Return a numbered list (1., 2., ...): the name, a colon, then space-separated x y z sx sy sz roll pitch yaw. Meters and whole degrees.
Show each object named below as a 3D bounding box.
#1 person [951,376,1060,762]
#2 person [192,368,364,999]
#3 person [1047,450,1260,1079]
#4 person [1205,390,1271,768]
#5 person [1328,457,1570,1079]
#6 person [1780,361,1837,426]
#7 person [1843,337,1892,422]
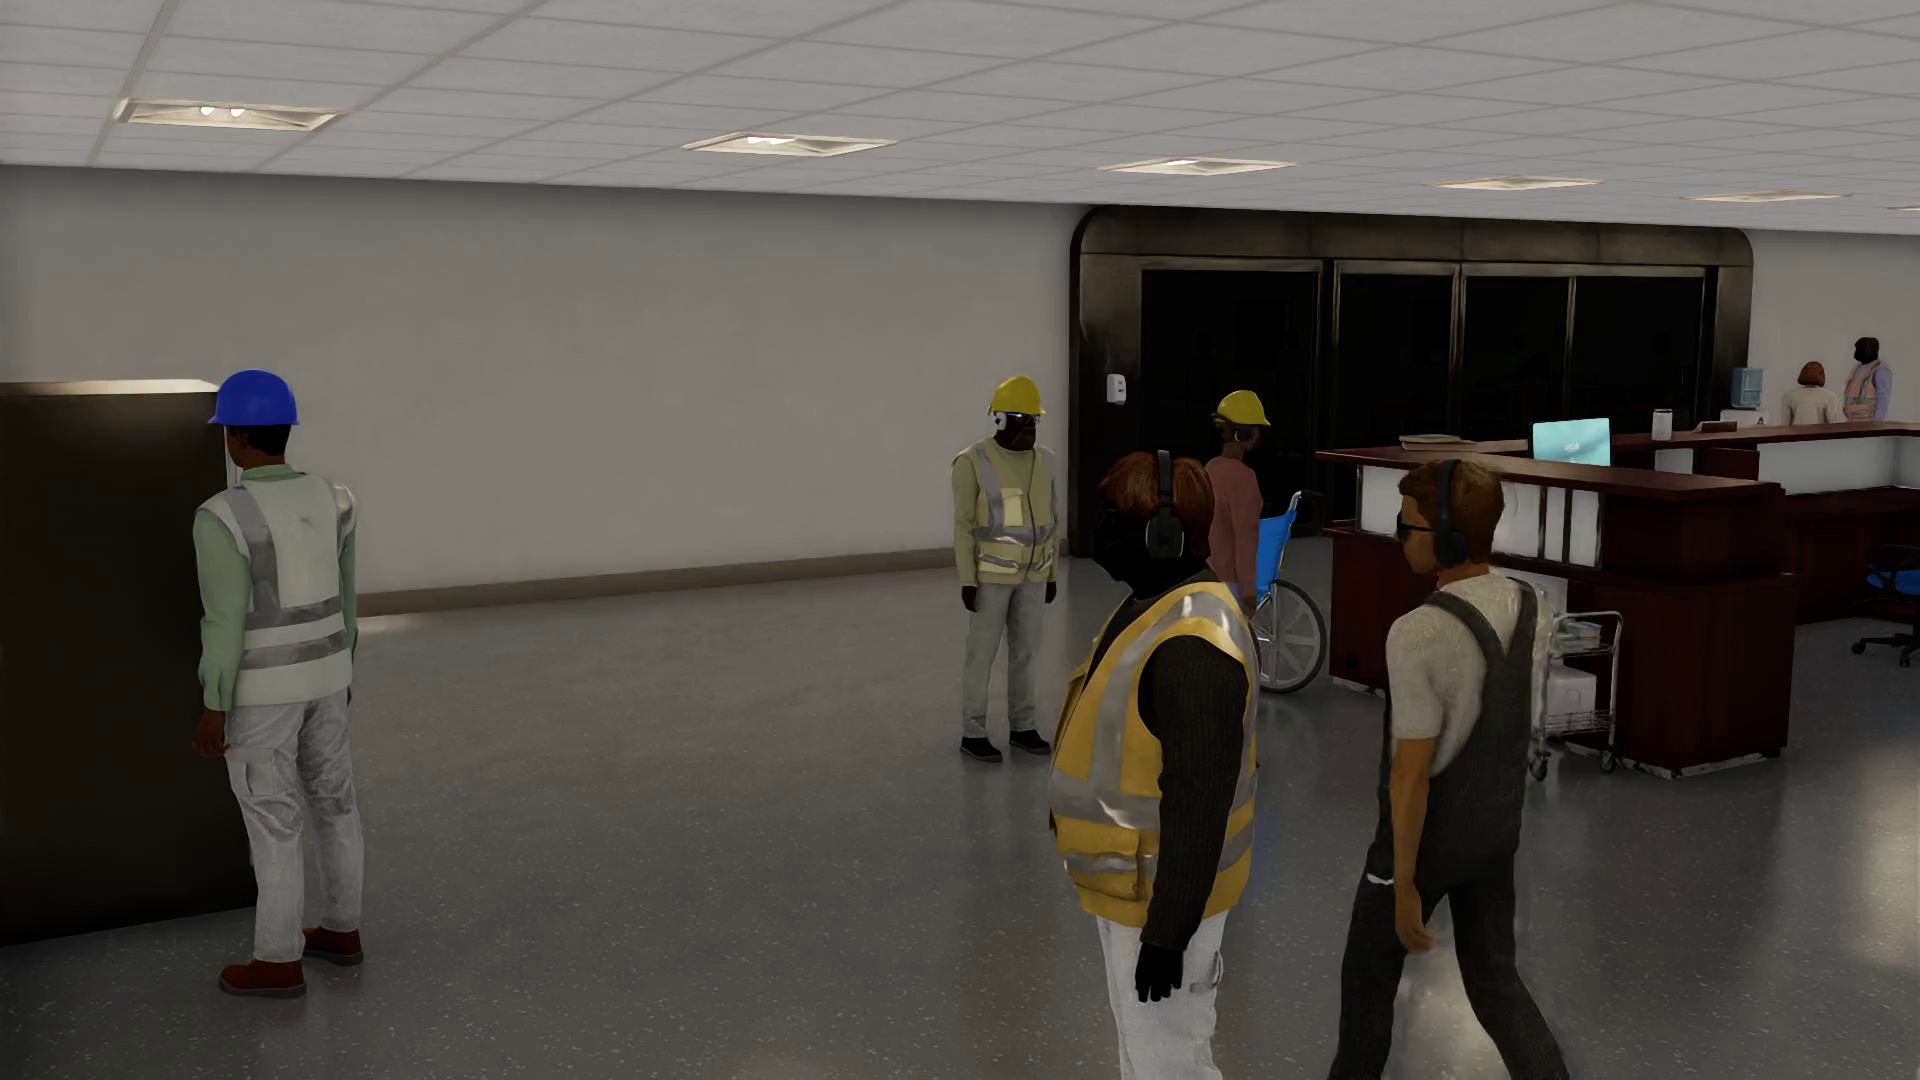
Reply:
1. person: 0.240 0.140 7.866 0.590 1.827 0.403 -5 9 -32
2. person: -2.124 0.444 5.191 0.390 1.949 0.602 3 9 23
3. person: 0.399 0.730 3.521 0.429 1.844 0.627 0 8 -3
4. person: 1.276 0.184 7.780 0.345 1.762 0.524 -1 8 -10
5. person: 1.157 0.702 3.852 0.513 1.802 0.882 -4 9 -27
6. person: 8.300 -0.933 16.296 0.507 1.631 0.266 6 10 38
7. person: 9.977 -1.319 18.356 0.430 1.840 0.625 0 8 1
